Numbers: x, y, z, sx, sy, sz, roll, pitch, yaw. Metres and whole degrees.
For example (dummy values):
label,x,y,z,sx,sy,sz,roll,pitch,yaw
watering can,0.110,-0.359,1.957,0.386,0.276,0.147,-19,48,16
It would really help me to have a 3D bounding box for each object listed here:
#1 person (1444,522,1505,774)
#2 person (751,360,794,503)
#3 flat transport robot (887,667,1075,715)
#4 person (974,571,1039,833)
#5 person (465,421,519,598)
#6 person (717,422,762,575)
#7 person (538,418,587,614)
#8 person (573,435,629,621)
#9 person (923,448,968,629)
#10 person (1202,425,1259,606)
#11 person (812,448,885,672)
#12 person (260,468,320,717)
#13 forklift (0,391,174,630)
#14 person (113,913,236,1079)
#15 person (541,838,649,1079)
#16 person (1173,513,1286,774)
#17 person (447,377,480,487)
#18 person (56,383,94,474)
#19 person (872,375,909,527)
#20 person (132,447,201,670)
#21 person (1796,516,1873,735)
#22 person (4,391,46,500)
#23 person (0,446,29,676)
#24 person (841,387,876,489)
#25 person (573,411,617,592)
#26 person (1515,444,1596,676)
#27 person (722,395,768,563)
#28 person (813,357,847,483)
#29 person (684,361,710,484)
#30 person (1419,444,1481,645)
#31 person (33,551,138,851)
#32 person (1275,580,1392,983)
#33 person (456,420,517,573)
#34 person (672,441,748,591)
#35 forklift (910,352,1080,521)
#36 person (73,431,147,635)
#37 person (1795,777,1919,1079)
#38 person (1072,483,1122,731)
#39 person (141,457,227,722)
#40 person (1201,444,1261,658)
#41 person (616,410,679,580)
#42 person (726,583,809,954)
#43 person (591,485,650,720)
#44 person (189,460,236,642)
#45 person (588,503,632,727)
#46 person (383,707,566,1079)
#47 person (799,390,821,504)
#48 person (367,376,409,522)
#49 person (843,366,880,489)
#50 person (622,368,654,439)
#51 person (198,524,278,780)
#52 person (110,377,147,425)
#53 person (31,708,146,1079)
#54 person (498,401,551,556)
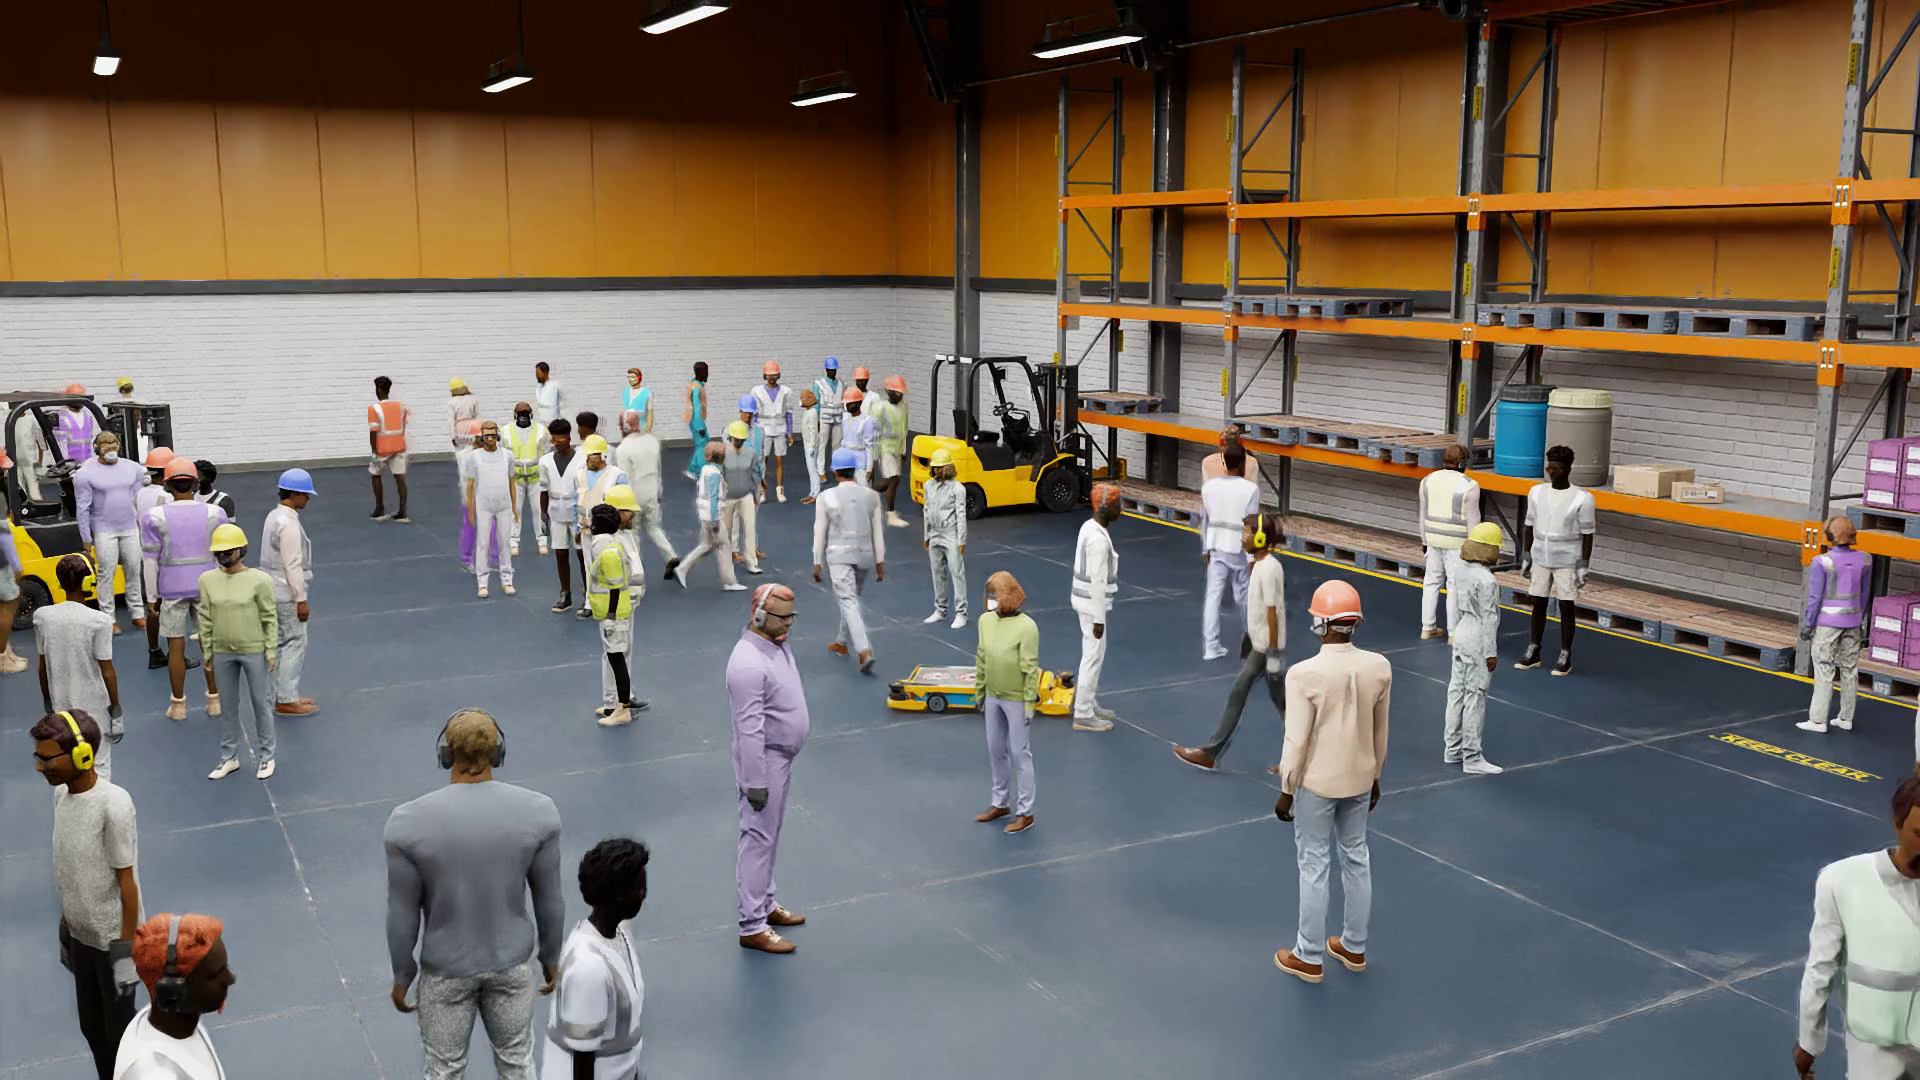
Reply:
label,x,y,z,sx,sy,sz,roll,pitch,yaw
person,3.581,0.737,11.503,0.309,1.736,0.485,-2,10,-12
person,-2.670,-1.540,23.720,0.608,2.045,0.392,-3,10,-14
flat transport robot,0.179,1.178,13.169,1.431,0.197,0.652,1,10,7
person,0.289,0.994,10.339,0.279,1.627,0.510,-9,13,-43
person,-4.850,-0.322,17.279,0.520,1.844,0.331,-5,11,-27
person,-2.486,-0.467,18.506,0.547,1.707,0.764,-4,11,-22
person,-3.893,-0.237,16.504,0.612,1.951,0.389,2,10,10
person,-3.492,-0.110,16.095,0.602,1.830,0.404,4,11,21
person,-0.146,-0.018,15.881,0.498,1.732,0.382,8,13,40
person,2.721,-0.235,16.812,0.561,1.836,0.388,2,10,13
person,-0.934,0.159,14.359,0.605,1.907,1.006,-6,11,-29
person,-5.165,0.406,12.876,0.457,1.923,0.620,-6,11,-31
forklift,-9.026,-0.363,16.508,1.214,2.155,2.313,6,11,29
person,-2.075,1.893,4.447,0.358,1.877,0.591,-4,11,-23
person,-1.196,1.811,5.506,0.359,1.677,0.575,0,10,-3
person,1.986,0.716,11.380,0.980,1.815,0.543,2,10,12
person,-7.440,-1.599,25.019,0.494,1.704,0.834,-5,11,-25
person,-11.149,-1.026,21.129,0.743,1.910,0.559,5,11,27
person,-0.991,-1.184,21.790,0.810,2.007,0.637,8,12,38
person,-6.793,0.167,14.247,0.540,1.929,0.390,6,11,30
person,6.508,0.634,12.371,0.514,1.639,0.310,-2,10,-13
person,-11.611,-0.914,20.638,0.568,1.870,0.368,1,10,8
person,-8.069,0.153,14.056,0.634,2.008,0.526,8,12,37
person,-1.287,-0.928,20.536,0.545,1.932,0.386,9,13,42
person,-3.746,-0.366,17.251,0.629,1.941,0.643,6,12,31
person,5.058,0.166,14.120,0.373,1.966,0.605,-9,13,-43
person,-2.474,-0.714,19.258,0.402,1.942,0.604,9,13,42
person,-2.010,-1.873,25.909,0.603,1.949,0.389,-6,12,-33
person,-4.011,-1.803,25.630,0.470,1.907,0.650,-1,10,-7
person,4.500,0.038,15.254,0.430,1.836,0.630,-7,12,-37
person,-5.105,0.993,9.678,0.510,1.861,0.324,1,10,8
person,1.827,1.181,8.196,0.619,1.994,0.381,-5,11,-24
person,-5.283,-0.466,18.462,0.792,1.721,0.579,7,12,35
person,-2.642,-0.244,17.492,0.670,1.621,0.538,-3,10,-16
forklift,0.460,-1.461,22.833,2.313,2.155,1.214,-5,11,-28
person,-7.931,-0.069,15.600,0.383,1.929,0.634,8,13,38
person,3.175,1.704,5.546,0.614,1.862,0.987,2,10,9
person,1.017,0.500,12.470,0.357,1.873,0.585,0,10,1
person,-5.913,0.376,12.737,0.613,2.033,0.411,-7,12,-34
person,2.470,0.079,14.857,0.625,1.874,0.971,8,13,38
person,-3.414,-0.465,17.995,0.724,1.886,0.674,7,12,34
person,-0.976,1.157,8.607,0.400,1.900,0.645,1,10,5
person,-2.617,0.478,12.766,0.403,1.818,0.601,0,10,2
person,-6.881,0.104,15.252,0.538,1.696,0.317,3,10,16
person,-2.654,0.562,12.614,0.316,1.695,0.541,-2,10,-13
person,-1.780,1.569,6.164,0.639,1.926,0.367,-4,11,-23
person,-2.141,-1.328,23.709,0.286,1.628,0.503,-3,10,-15
person,-7.638,-1.211,22.120,0.757,1.935,0.613,8,13,39
person,-1.415,-1.521,23.906,0.544,1.943,0.347,1,10,8
person,-4.835,-1.662,24.991,0.563,1.847,0.390,5,11,29
person,-4.892,0.758,11.287,0.526,1.768,0.331,0,10,2
person,-12.230,-1.536,24.520,0.553,1.749,0.369,-7,12,-34
person,-3.346,1.557,6.447,0.528,1.857,0.333,7,12,35
person,-5.129,-0.723,19.643,0.623,1.835,0.431,-3,10,-14
